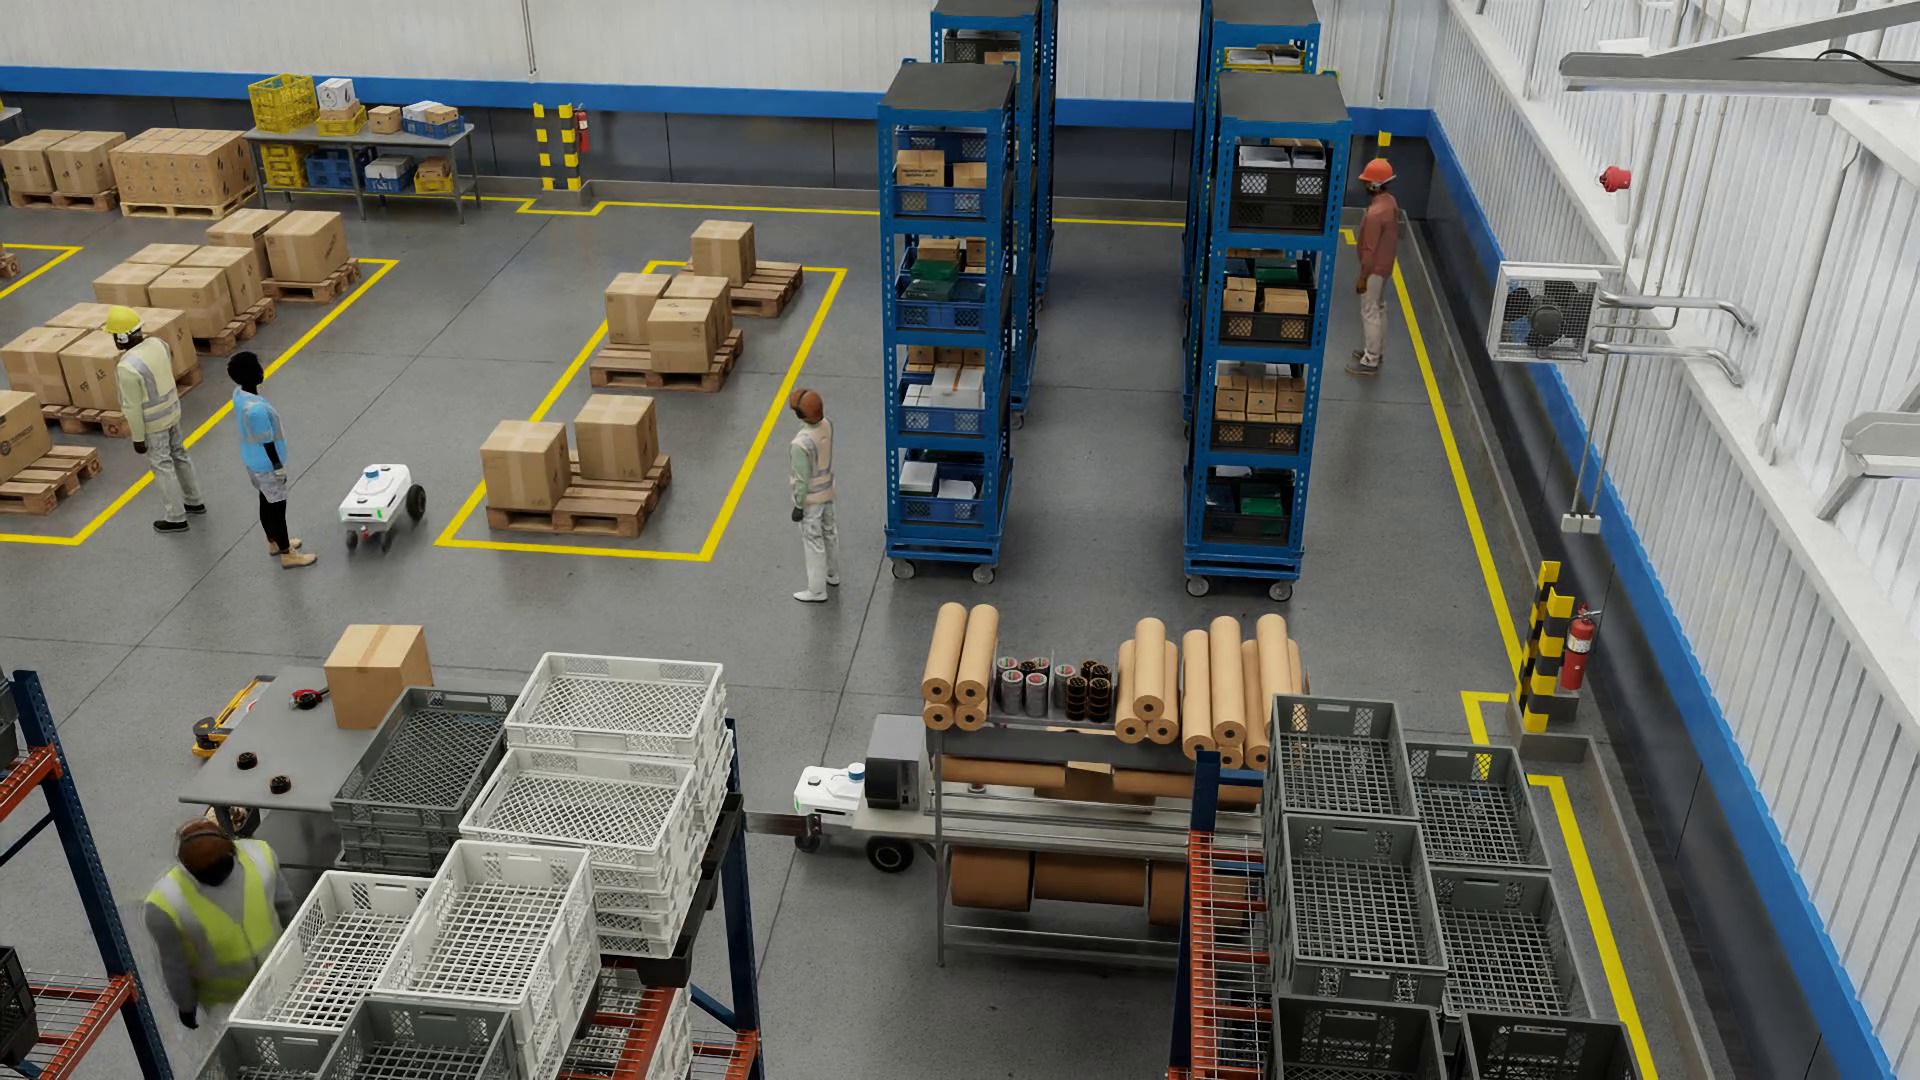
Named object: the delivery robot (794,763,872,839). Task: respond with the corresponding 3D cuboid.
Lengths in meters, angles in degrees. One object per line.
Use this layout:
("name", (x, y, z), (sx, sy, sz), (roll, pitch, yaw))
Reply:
("delivery robot", (-0.595, 1.516, 9.673), (0.707, 0.478, 0.477), (6, 31, 9))

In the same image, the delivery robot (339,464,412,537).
("delivery robot", (-4.511, -0.336, 12.853), (0.477, 0.478, 0.707), (1, 30, 2))

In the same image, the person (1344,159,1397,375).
("person", (3.781, -2.522, 15.300), (0.435, 1.981, 0.634), (13, 33, 21))

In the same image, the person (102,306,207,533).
("person", (-6.169, -0.929, 12.713), (0.403, 1.825, 0.595), (2, 30, 4))

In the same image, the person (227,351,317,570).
("person", (-5.106, -0.594, 12.255), (0.318, 1.699, 0.533), (-22, 37, -32))

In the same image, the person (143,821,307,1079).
("person", (-3.336, 1.986, 7.712), (0.497, 1.815, 0.658), (23, 38, 34))

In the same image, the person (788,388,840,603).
("person", (-1.045, -0.321, 11.847), (0.308, 1.636, 0.524), (11, 32, 19))
